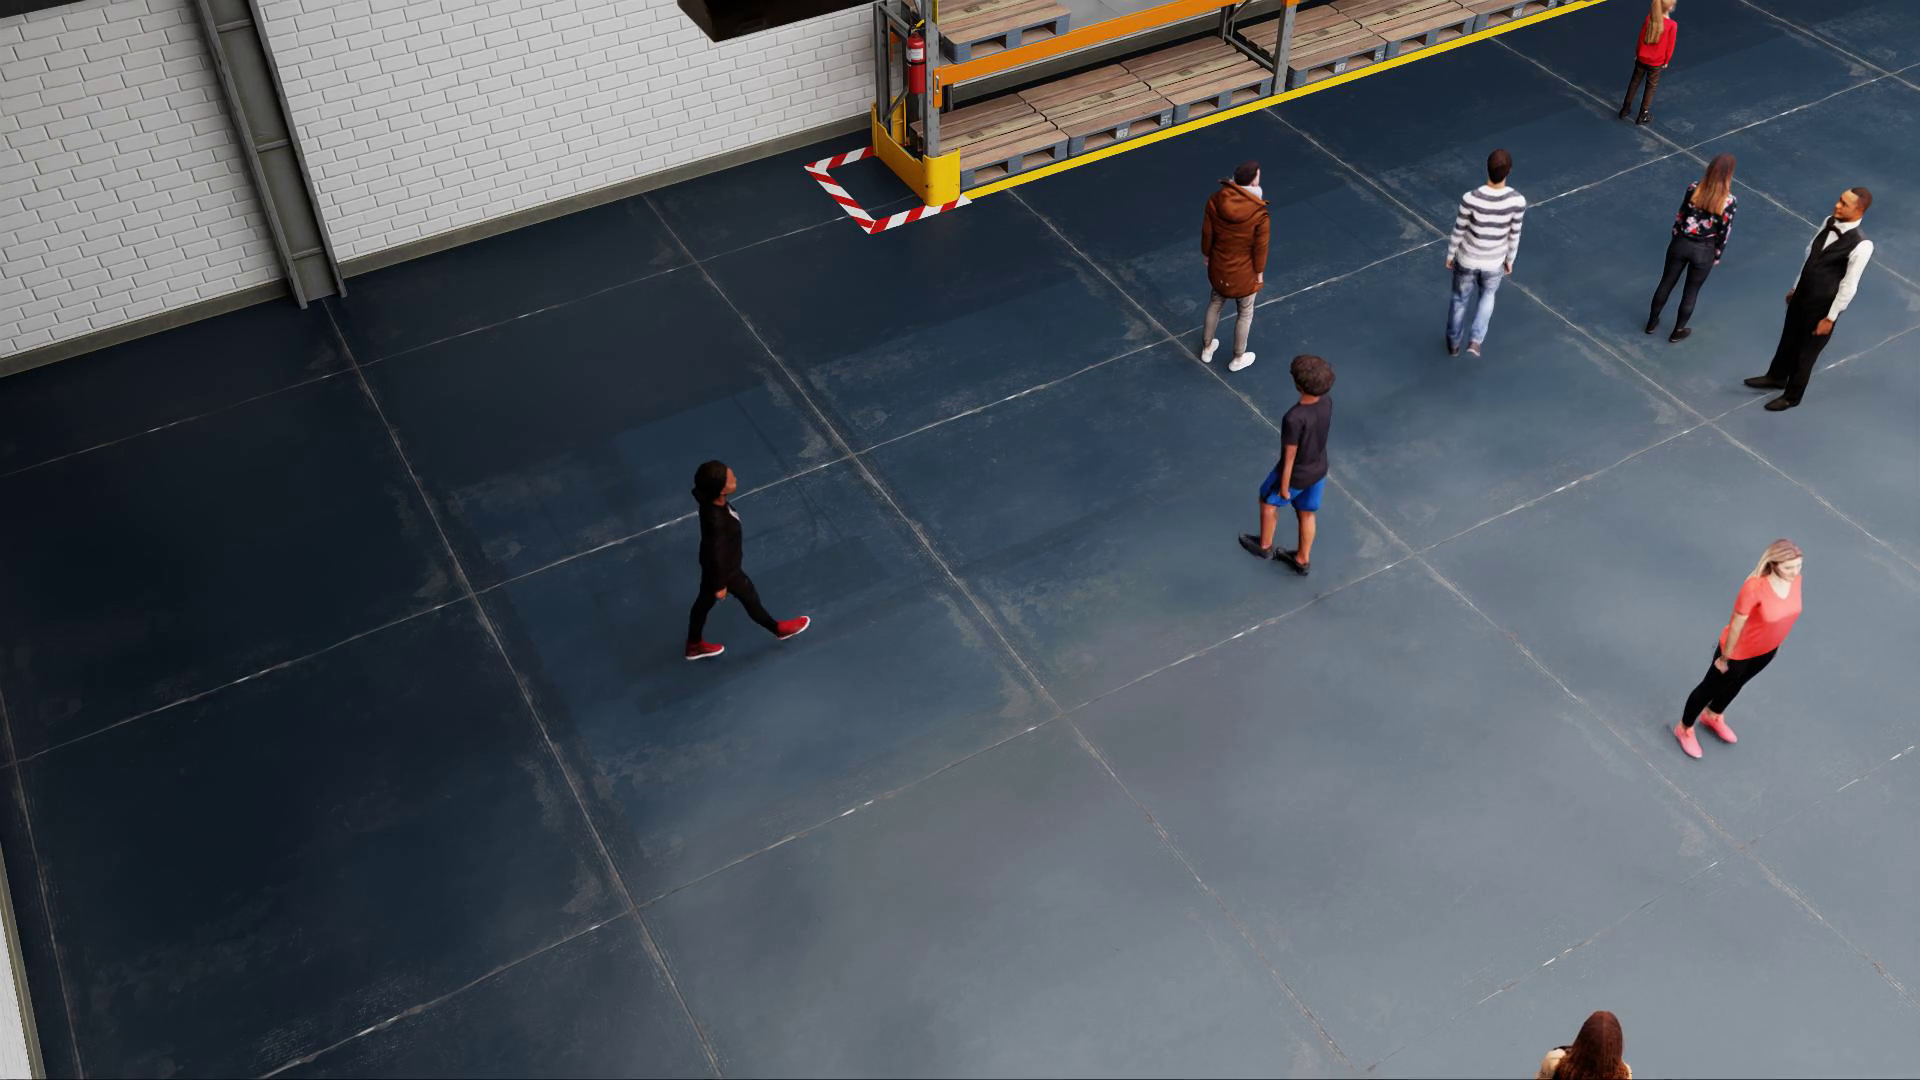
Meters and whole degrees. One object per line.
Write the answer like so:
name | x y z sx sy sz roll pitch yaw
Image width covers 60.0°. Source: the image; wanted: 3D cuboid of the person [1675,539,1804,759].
person | 4.799 0.641 10.167 0.484 1.694 0.666 -18 46 -18

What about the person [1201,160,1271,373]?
person | 2.146 -2.140 12.983 0.832 1.837 0.855 26 49 25

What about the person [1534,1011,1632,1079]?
person | 2.828 2.840 7.869 1.088 1.681 1.166 12 45 12

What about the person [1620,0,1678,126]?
person | 6.655 -4.642 16.013 0.546 1.280 0.549 34 53 30

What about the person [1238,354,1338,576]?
person | 2.367 -0.444 11.246 0.734 1.777 0.725 -27 50 -25

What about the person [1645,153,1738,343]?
person | 5.874 -2.340 13.304 0.632 1.684 0.605 31 52 29

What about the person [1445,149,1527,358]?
person | 4.073 -2.149 12.991 0.880 1.839 0.939 9 44 9

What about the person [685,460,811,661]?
person | -1.612 0.189 10.684 1.130 1.636 0.750 -13 45 -13

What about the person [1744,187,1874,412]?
person | 6.509 -1.829 12.598 0.718 1.917 0.771 -7 44 -7
